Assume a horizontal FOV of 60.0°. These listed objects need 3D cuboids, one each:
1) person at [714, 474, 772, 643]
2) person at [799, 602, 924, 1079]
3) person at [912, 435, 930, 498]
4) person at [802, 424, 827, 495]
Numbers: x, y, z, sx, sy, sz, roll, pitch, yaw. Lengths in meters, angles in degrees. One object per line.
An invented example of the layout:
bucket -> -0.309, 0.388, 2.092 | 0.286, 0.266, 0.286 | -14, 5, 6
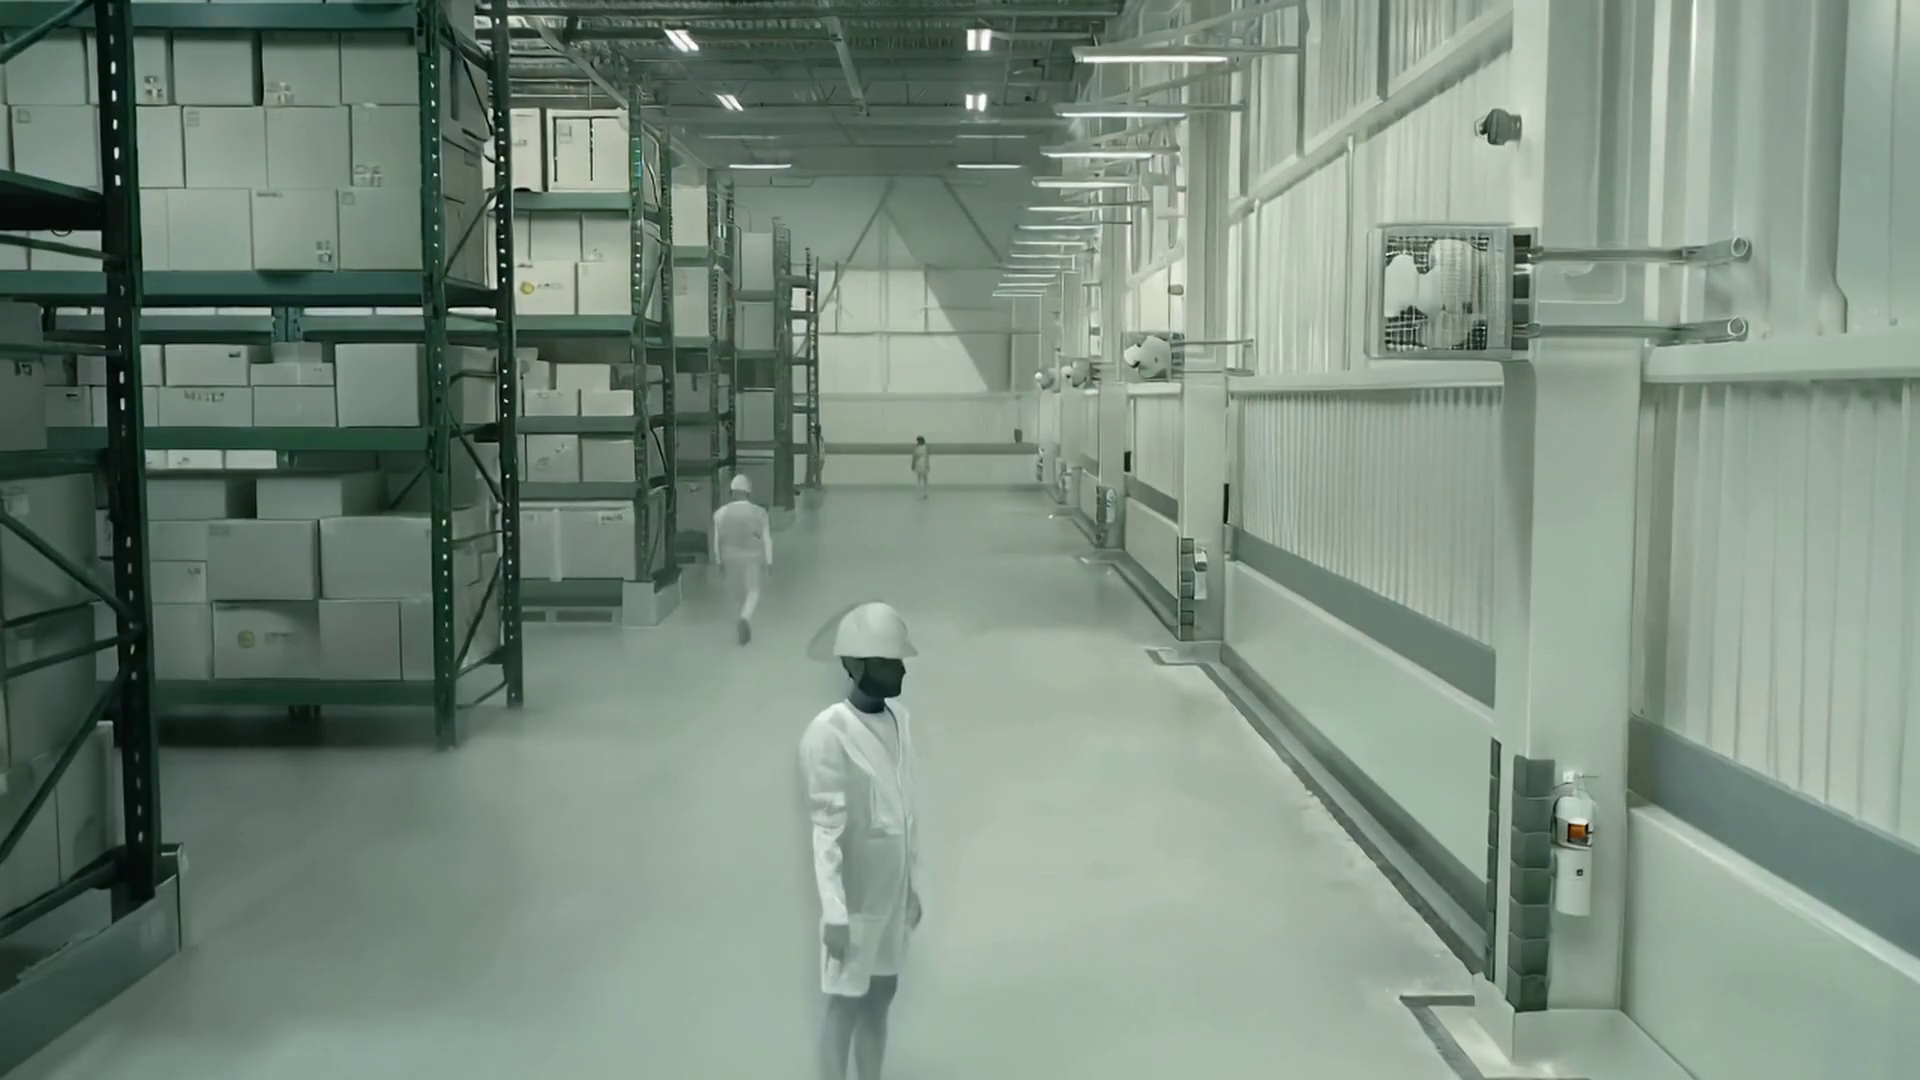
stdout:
person -> -2.301, 0.213, 17.545 | 0.606, 1.817, 0.627 | 1, 5, 10
person -> -0.299, 1.175, 5.631 | 0.349, 1.942, 0.545 | 3, 6, 28
person -> -1.021, -1.898, 43.181 | 0.511, 1.640, 0.308 | 2, 5, 23
person -> -3.924, -2.134, 44.413 | 0.588, 1.909, 0.784 | 4, 7, 41
